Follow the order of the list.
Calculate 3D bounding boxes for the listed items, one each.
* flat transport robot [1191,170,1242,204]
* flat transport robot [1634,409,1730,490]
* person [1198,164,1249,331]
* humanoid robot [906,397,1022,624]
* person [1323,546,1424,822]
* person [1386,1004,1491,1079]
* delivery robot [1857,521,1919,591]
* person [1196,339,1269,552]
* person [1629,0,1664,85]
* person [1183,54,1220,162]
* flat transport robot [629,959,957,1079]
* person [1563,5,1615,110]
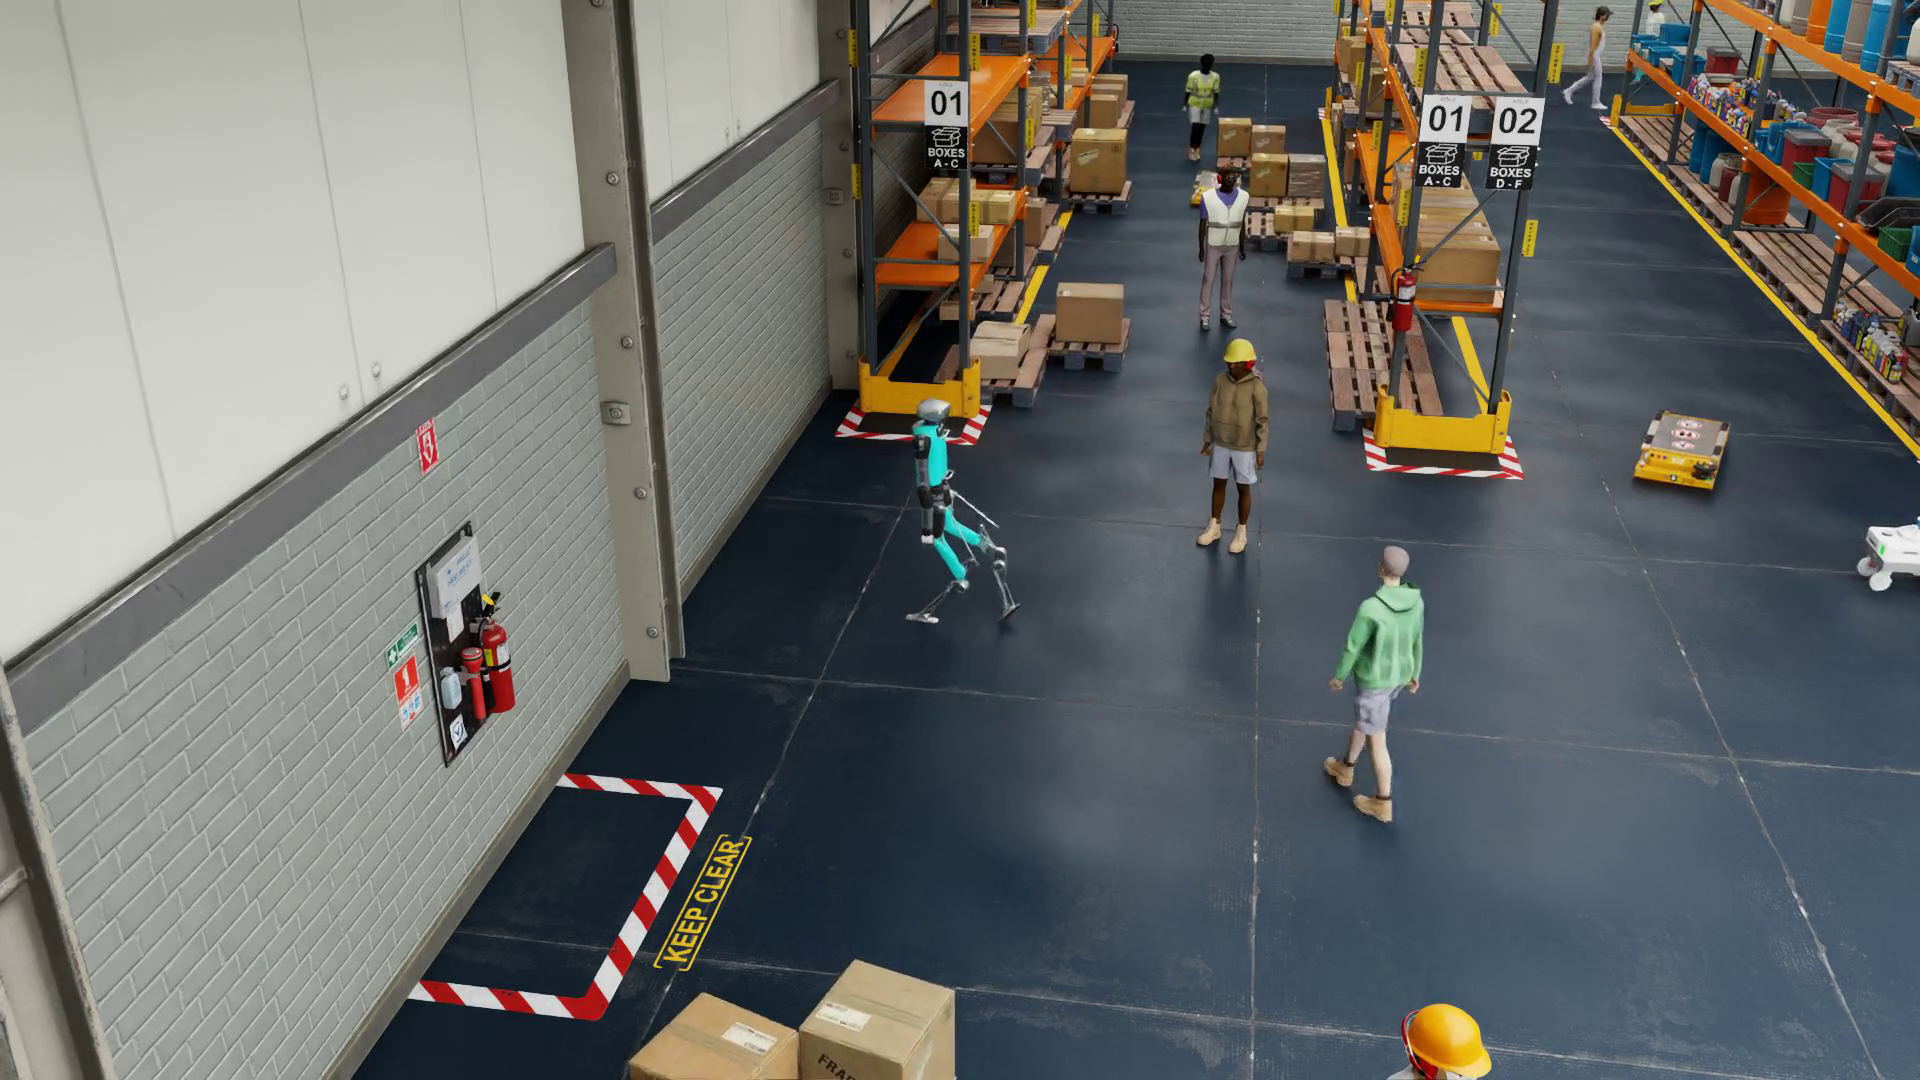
[{"bbox_3d":[3.775,-5.169,24.420,0.659,0.231,1.431,5,25,10],"label":"flat transport robot"},{"bbox_3d":[6.591,-0.835,15.145,0.659,0.231,1.431,13,28,25],"label":"flat transport robot"},{"bbox_3d":[2.905,-3.260,18.468,0.563,1.849,0.390,-6,26,-14],"label":"person"},{"bbox_3d":[0.094,-0.143,11.965,0.990,1.776,0.530,6,26,12],"label":"humanoid robot"},{"bbox_3d":[2.428,0.806,9.921,0.478,1.707,0.728,-15,29,-29],"label":"person"},{"bbox_3d":[1.671,2.480,6.145,0.570,1.890,0.377,-18,31,-34],"label":"person"},{"bbox_3d":[7.382,0.126,12.774,0.811,0.614,0.499,3,25,7],"label":"delivery robot"},{"bbox_3d":[2.196,-0.766,13.229,0.540,1.763,0.402,16,30,31],"label":"person"},{"bbox_3d":[13.604,-9.771,32.539,0.754,1.737,0.526,-4,25,-9],"label":"person"},{"bbox_3d":[3.849,-6.827,26.292,0.550,1.678,0.581,-6,26,-12],"label":"person"},{"bbox_3d":[-0.757,2.808,7.348,0.659,0.231,1.431,9,26,18],"label":"flat transport robot"},{"bbox_3d":[11.556,-8.831,30.408,0.790,1.838,0.515,11,27,23],"label":"person"}]
